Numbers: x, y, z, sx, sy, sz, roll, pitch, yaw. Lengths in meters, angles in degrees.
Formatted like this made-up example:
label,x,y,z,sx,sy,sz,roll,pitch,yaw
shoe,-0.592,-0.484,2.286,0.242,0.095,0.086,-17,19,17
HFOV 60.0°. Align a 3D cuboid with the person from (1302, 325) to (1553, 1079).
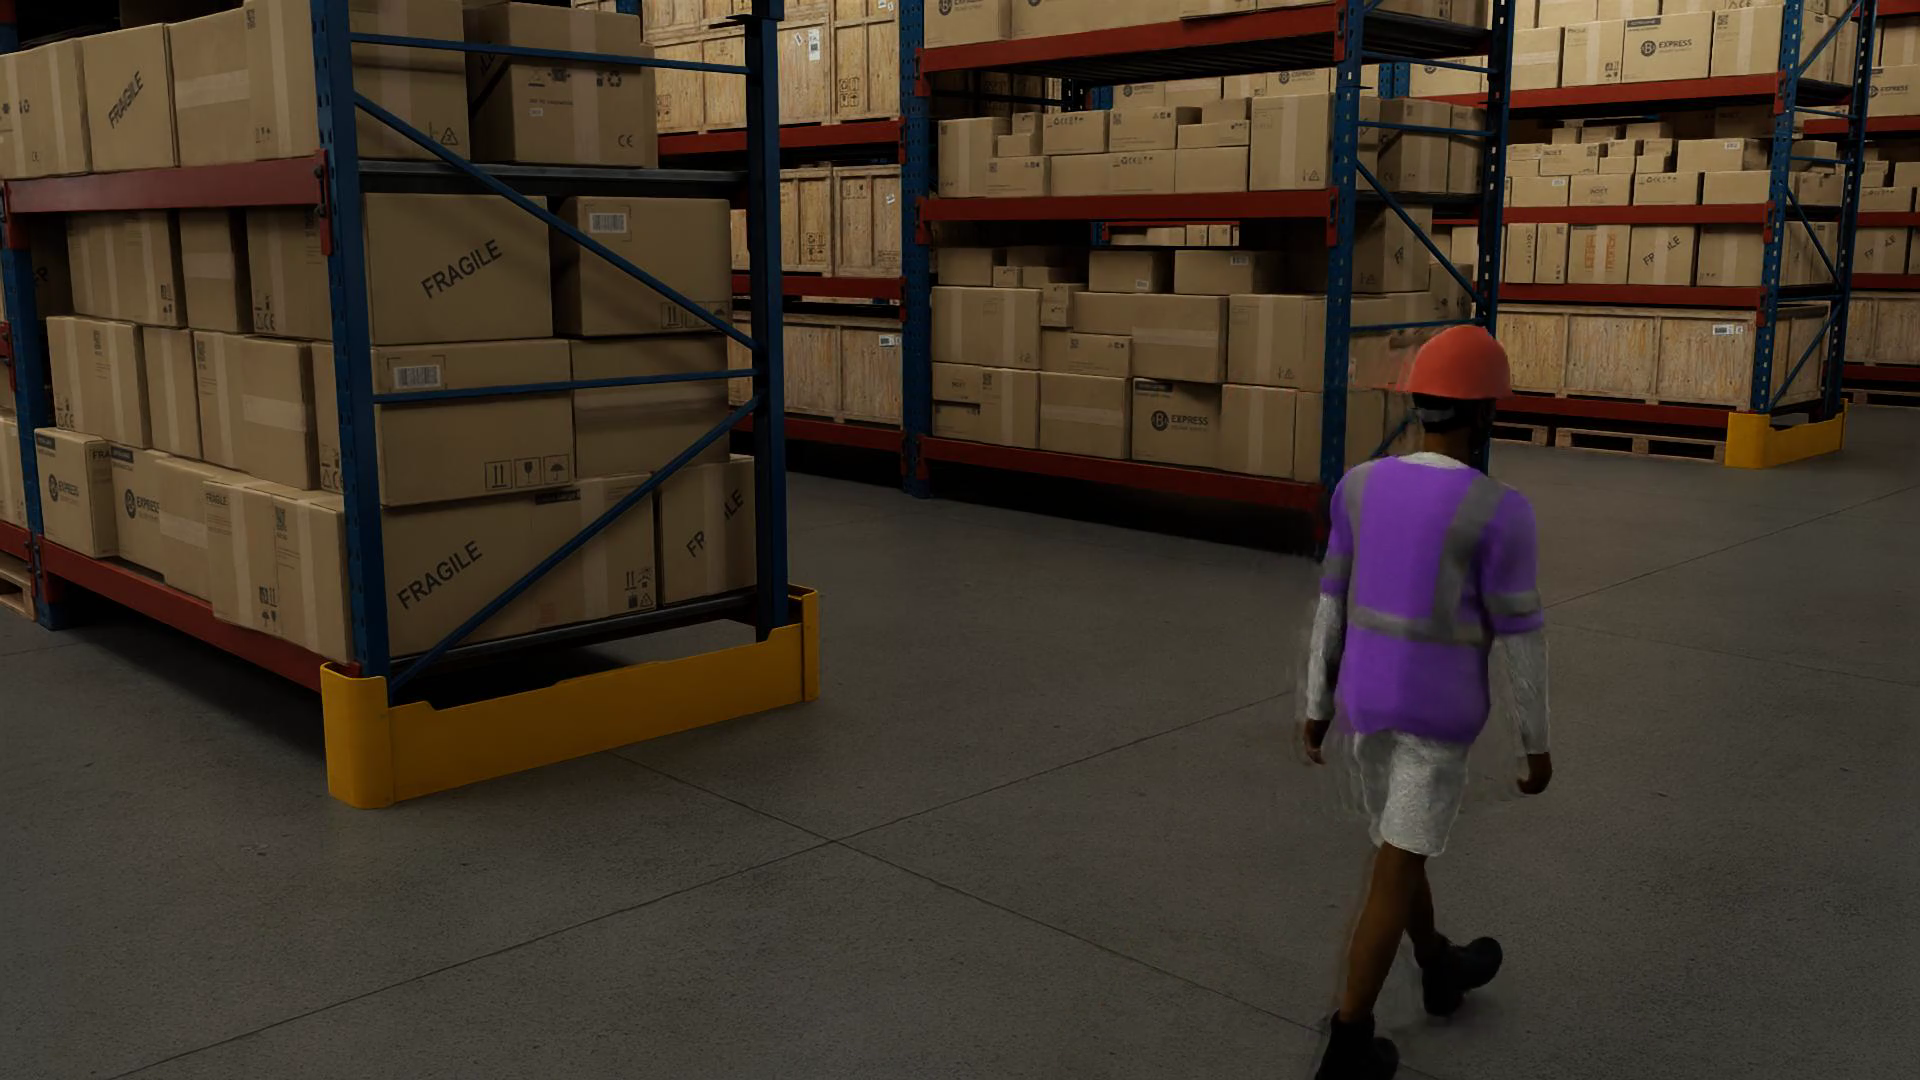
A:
label,x,y,z,sx,sy,sz,roll,pitch,yaw
person,1.218,0.417,4.235,0.936,1.900,0.578,-8,13,-38
